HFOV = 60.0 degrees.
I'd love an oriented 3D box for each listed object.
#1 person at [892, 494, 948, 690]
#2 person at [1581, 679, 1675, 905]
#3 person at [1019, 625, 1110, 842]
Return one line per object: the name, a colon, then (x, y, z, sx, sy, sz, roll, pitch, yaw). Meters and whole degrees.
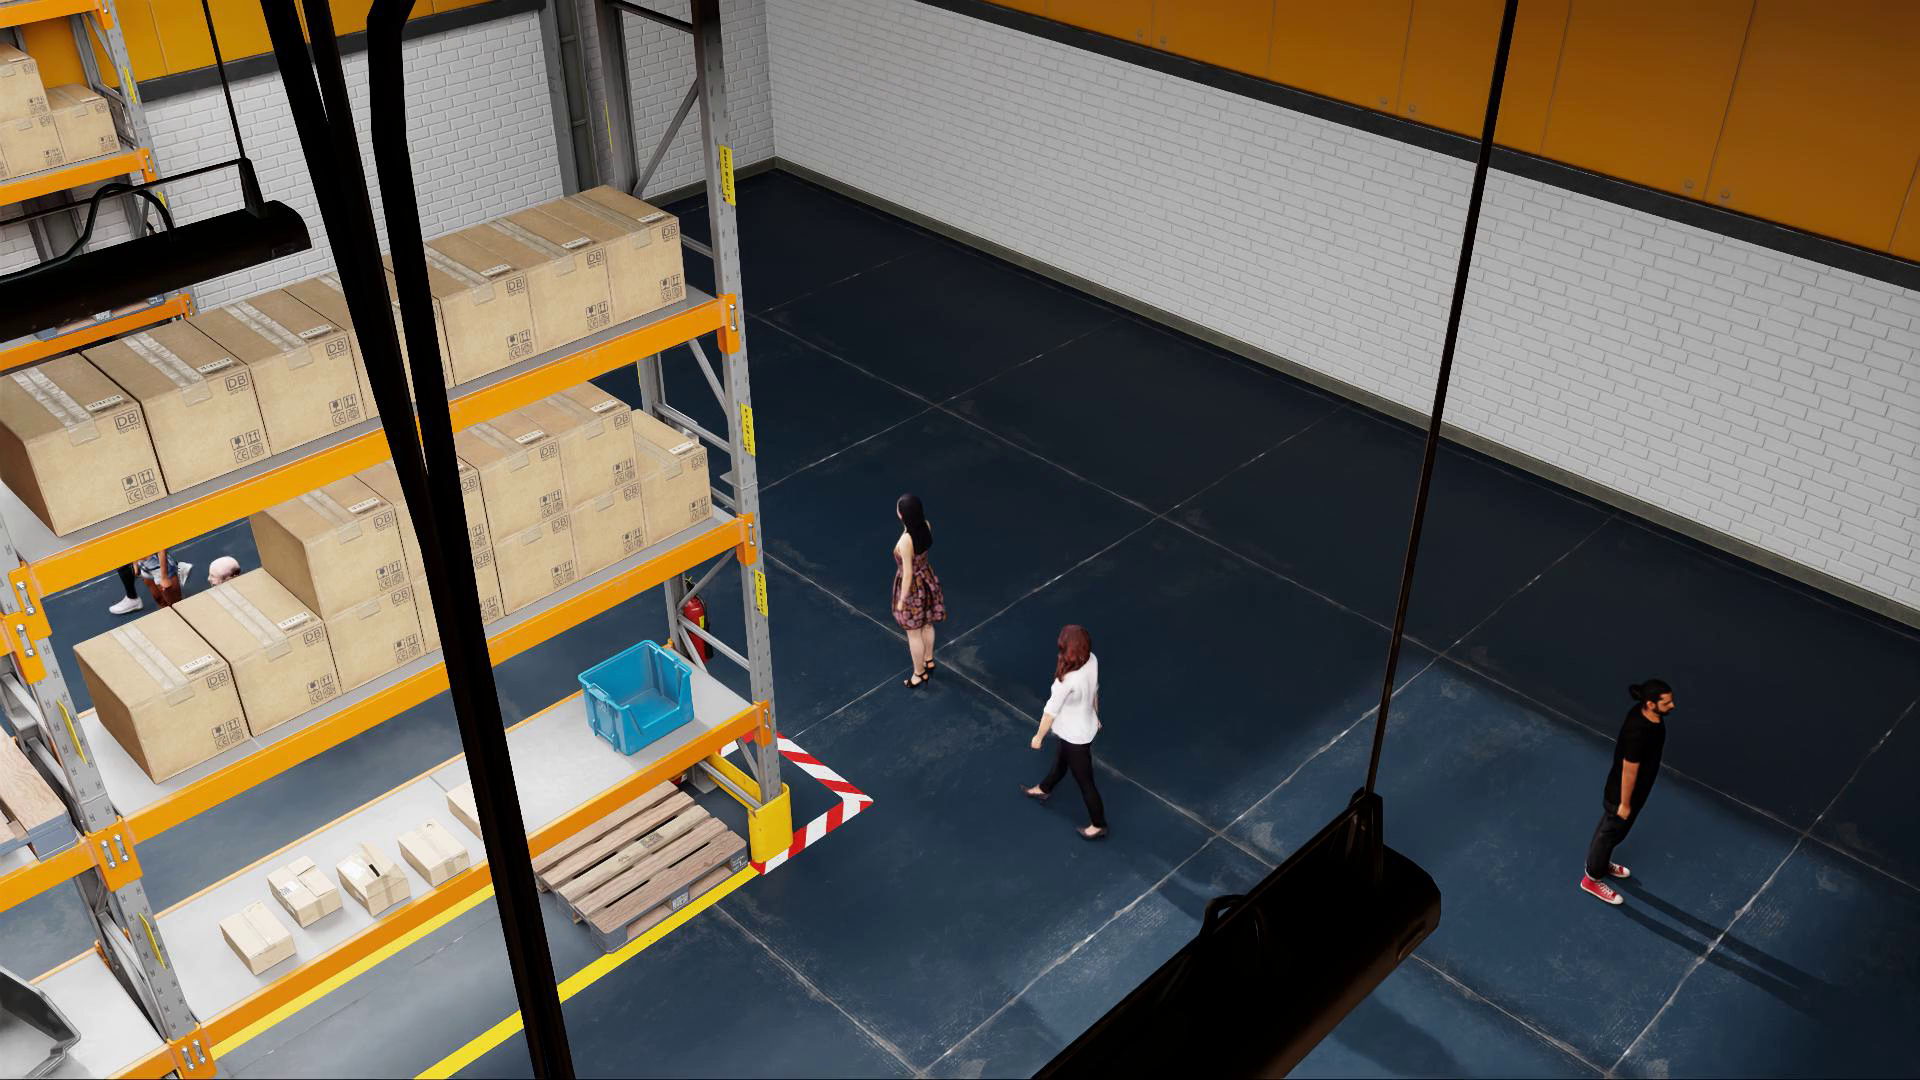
person: (-0.358, 0.399, 13.004, 0.824, 1.774, 0.728, 14, 36, 20)
person: (4.474, 1.643, 11.148, 0.752, 1.758, 0.603, 17, 37, 24)
person: (0.902, 1.389, 11.529, 0.866, 1.759, 1.018, 17, 37, 23)
